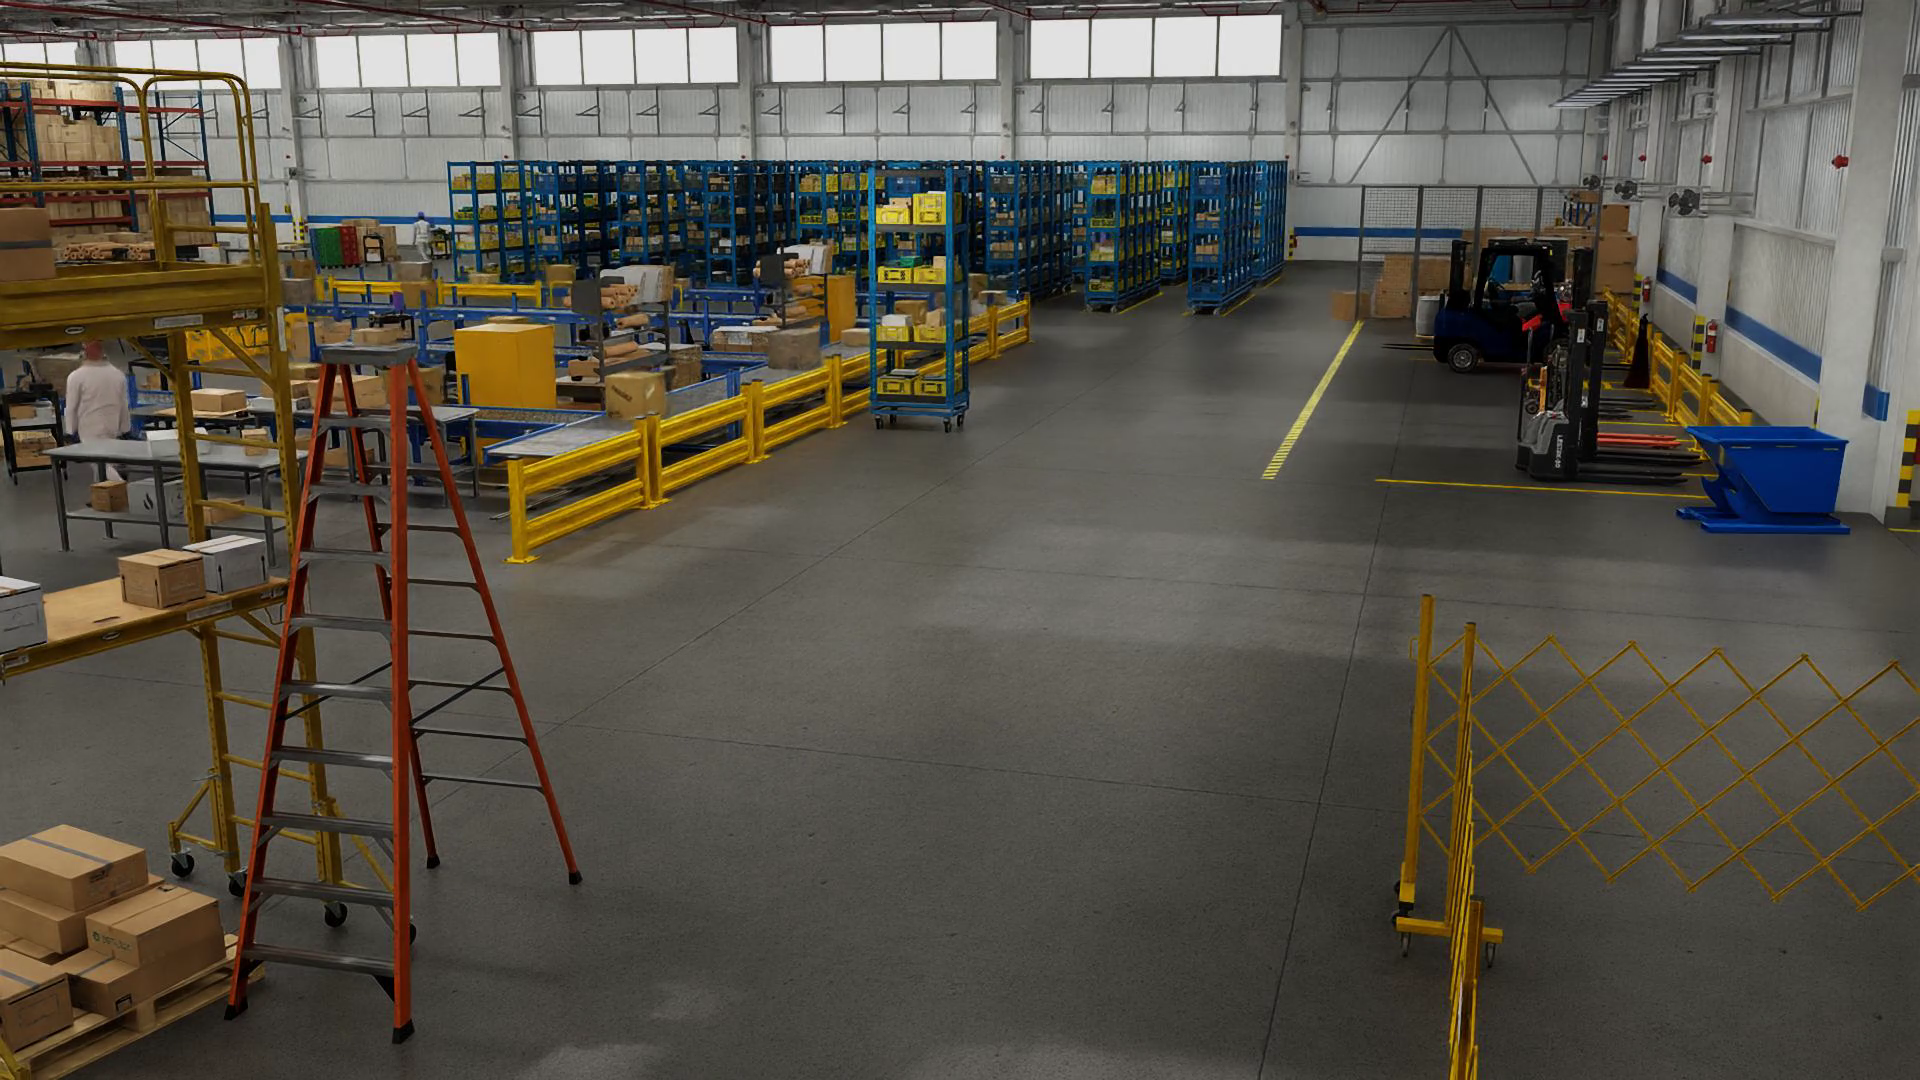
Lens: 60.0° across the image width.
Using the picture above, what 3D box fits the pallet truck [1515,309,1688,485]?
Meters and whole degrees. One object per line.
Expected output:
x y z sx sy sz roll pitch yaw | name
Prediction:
7.554 -1.677 19.446 1.885 1.965 0.823 3 13 14 | pallet truck

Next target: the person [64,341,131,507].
-9.119 -1.200 17.668 0.910 1.871 0.643 5 14 21 | person

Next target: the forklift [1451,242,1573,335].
10.464 -4.597 31.405 2.680 1.987 1.157 4 14 16 | forklift

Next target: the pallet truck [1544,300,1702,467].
8.263 -1.952 20.631 1.885 1.965 0.823 5 14 20 | pallet truck

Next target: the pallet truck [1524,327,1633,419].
9.065 -2.460 24.370 1.522 1.261 0.704 3 13 14 | pallet truck

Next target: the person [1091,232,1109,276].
4.151 -8.251 48.270 0.738 1.811 0.385 3 13 14 | person

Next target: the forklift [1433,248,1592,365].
9.780 -4.111 29.280 2.680 1.987 1.157 3 13 14 | forklift

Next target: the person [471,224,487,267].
-14.568 -8.901 50.684 0.672 1.975 0.646 2 13 8 | person

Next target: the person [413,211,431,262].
-18.085 -10.102 56.027 0.853 1.915 0.599 12 18 42 | person

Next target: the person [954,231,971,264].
0.085 -8.833 50.715 0.598 1.830 0.403 3 13 11 | person

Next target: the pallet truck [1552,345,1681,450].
8.641 -1.896 21.908 1.630 1.274 0.653 4 14 16 | pallet truck

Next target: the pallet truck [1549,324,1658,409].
9.824 -2.669 25.407 1.601 1.201 0.680 4 14 16 | pallet truck
